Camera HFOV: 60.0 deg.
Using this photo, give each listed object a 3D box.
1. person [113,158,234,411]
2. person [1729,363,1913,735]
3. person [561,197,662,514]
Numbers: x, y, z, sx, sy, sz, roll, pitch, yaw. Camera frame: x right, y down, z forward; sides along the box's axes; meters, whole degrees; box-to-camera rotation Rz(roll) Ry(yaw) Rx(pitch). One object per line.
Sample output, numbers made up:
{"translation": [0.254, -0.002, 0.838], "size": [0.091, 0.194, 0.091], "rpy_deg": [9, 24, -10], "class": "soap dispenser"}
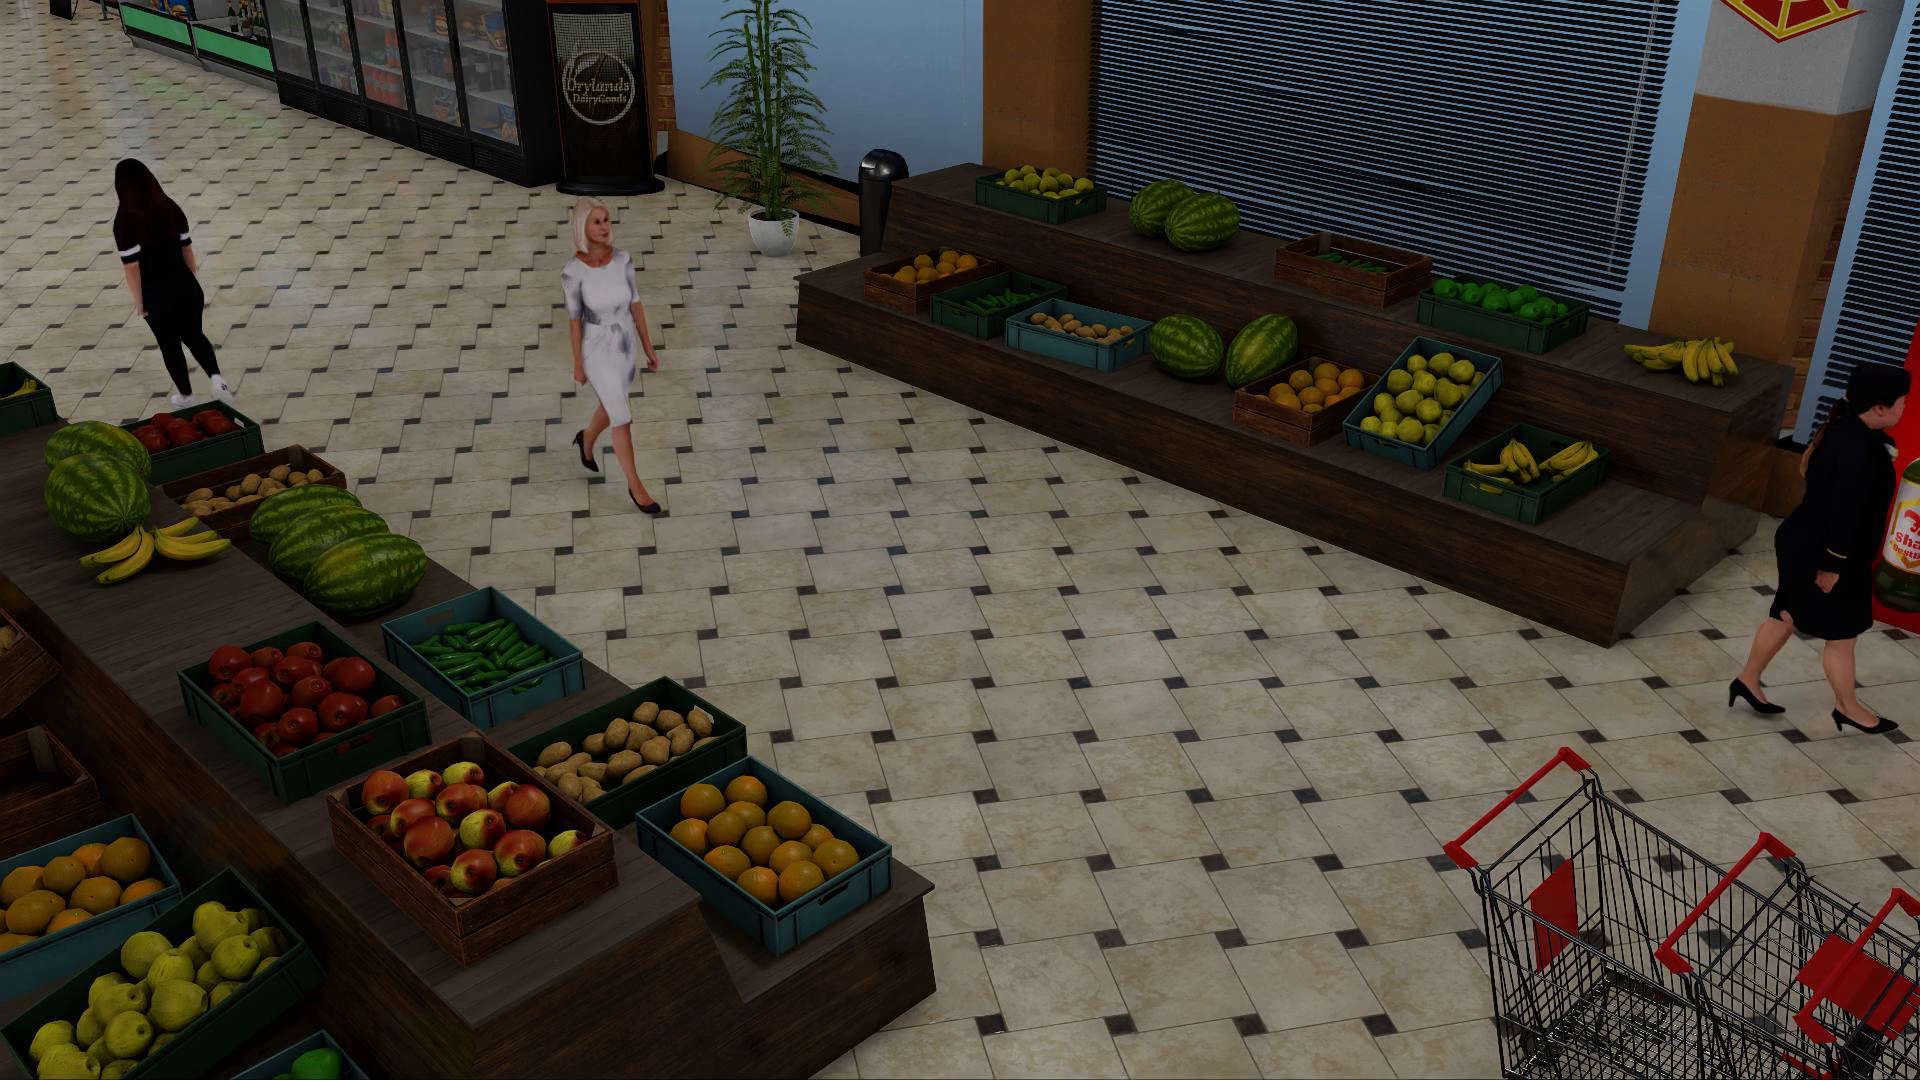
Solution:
{"translation": [-4.766, -1.494, 10.093], "size": [0.908, 1.626, 0.668], "rpy_deg": [19, 33, 33], "class": "person"}
{"translation": [3.581, 0.051, 7.017], "size": [1.047, 1.651, 0.939], "rpy_deg": [9, 28, 17], "class": "person"}
{"translation": [-1.961, -1.019, 9.056], "size": [1.081, 1.715, 0.624], "rpy_deg": [21, 34, 35], "class": "person"}
